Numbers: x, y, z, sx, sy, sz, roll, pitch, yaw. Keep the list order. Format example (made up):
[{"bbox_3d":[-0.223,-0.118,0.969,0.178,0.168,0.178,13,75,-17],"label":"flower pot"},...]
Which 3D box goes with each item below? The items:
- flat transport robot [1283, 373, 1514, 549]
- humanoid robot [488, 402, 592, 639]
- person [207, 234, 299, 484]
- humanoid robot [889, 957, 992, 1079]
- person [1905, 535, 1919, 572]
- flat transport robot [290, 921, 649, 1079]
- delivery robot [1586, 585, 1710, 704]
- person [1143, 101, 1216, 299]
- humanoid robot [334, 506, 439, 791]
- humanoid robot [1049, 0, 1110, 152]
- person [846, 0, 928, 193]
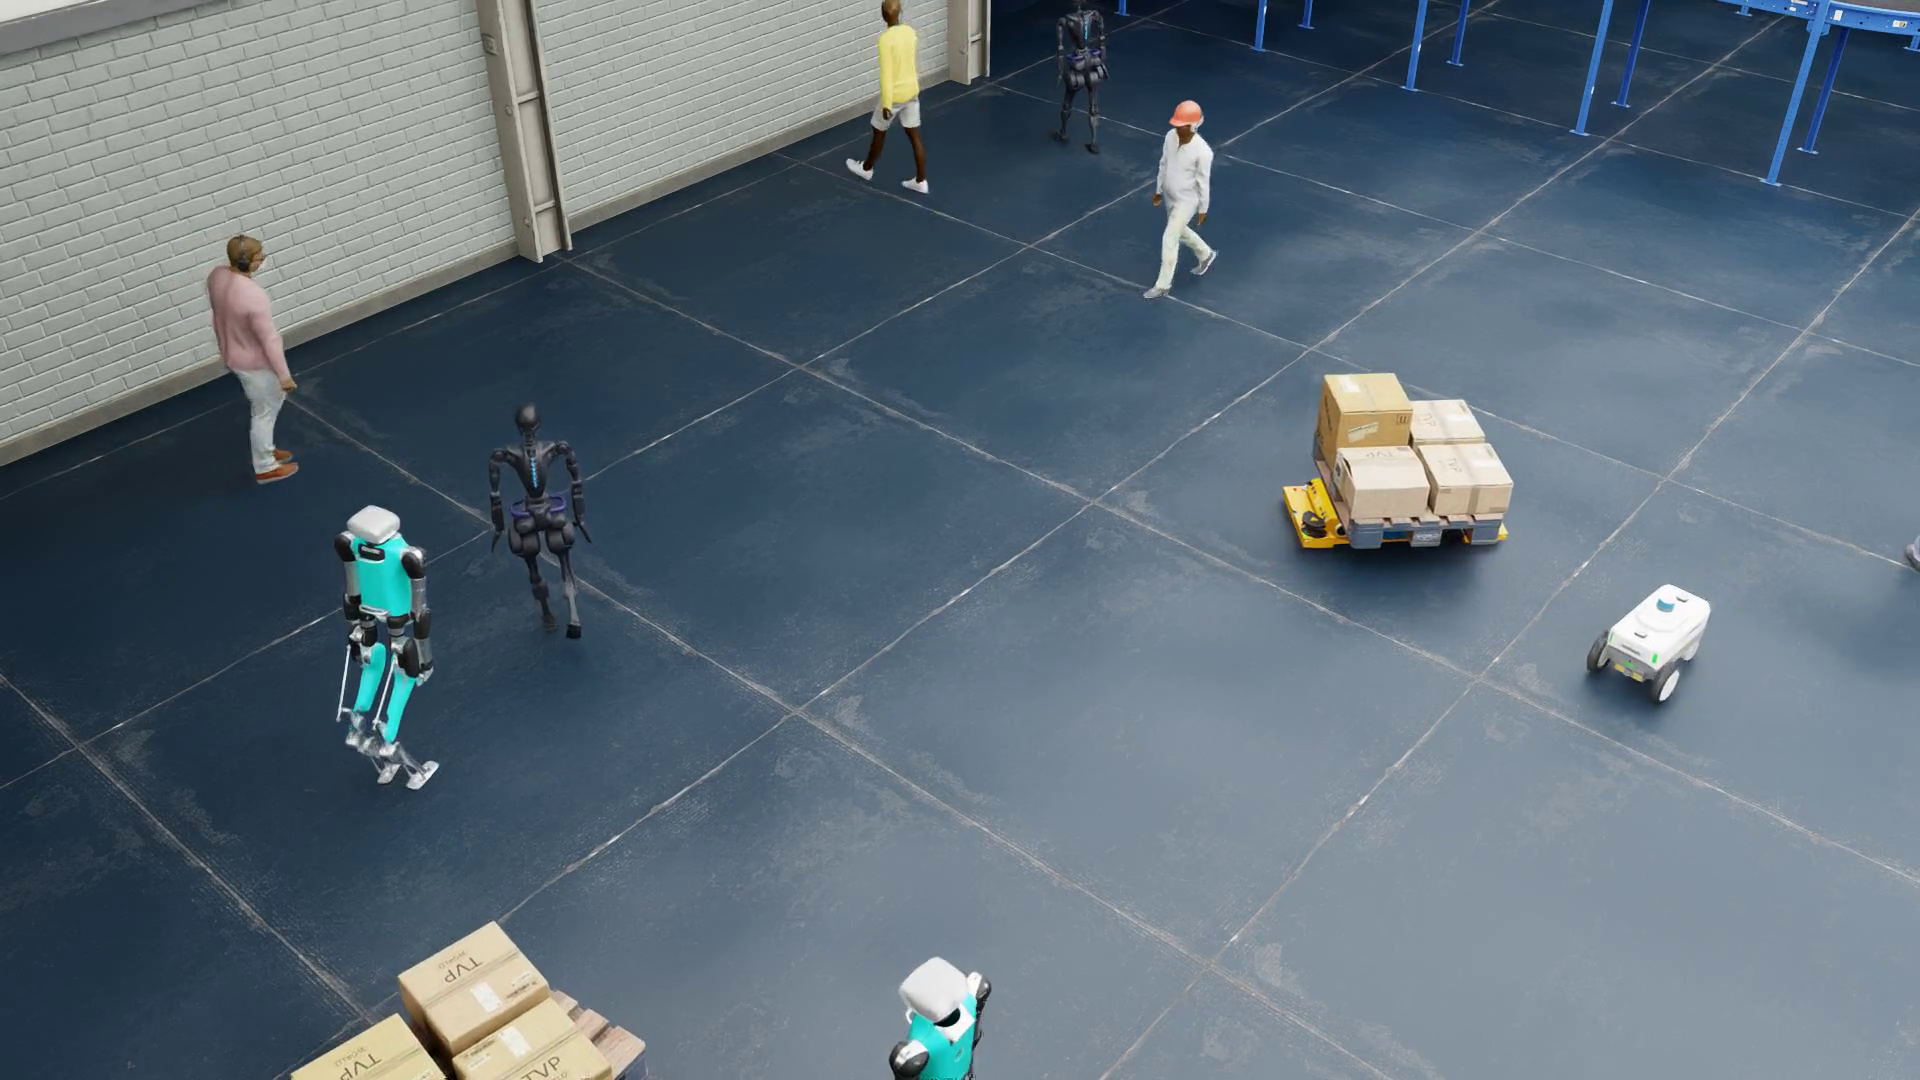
[{"bbox_3d":[3.053,-0.223,11.700,1.431,0.231,0.659,-2,36,-3],"label":"flat transport robot"},{"bbox_3d":[-2.600,-0.061,10.269,0.614,1.643,0.524,-11,37,-15],"label":"humanoid robot"},{"bbox_3d":[-4.977,-1.259,11.753,0.492,1.904,0.650,-29,45,-34],"label":"person"},{"bbox_3d":[-0.265,2.323,6.927,0.739,1.863,0.554,23,42,29],"label":"humanoid robot"},{"bbox_3d":[6.657,-0.561,10.819,0.568,1.840,0.373,12,37,17],"label":"person"},{"bbox_3d":[-2.211,2.686,7.617,1.431,0.231,0.659,21,41,27],"label":"flat transport robot"},{"bbox_3d":[4.299,0.600,10.291,0.765,0.585,0.499,-29,44,-34],"label":"delivery robot"},{"bbox_3d":[1.948,-2.969,14.296,0.810,1.718,0.560,-17,39,-22],"label":"person"},{"bbox_3d":[-3.197,0.699,9.095,0.543,1.740,0.721,11,37,15],"label":"humanoid robot"},{"bbox_3d":[1.228,-4.830,16.962,0.609,1.630,0.677,-16,38,-21],"label":"humanoid robot"},{"bbox_3d":[-0.675,-4.321,16.091,0.983,1.848,0.582,26,43,31],"label":"person"}]
